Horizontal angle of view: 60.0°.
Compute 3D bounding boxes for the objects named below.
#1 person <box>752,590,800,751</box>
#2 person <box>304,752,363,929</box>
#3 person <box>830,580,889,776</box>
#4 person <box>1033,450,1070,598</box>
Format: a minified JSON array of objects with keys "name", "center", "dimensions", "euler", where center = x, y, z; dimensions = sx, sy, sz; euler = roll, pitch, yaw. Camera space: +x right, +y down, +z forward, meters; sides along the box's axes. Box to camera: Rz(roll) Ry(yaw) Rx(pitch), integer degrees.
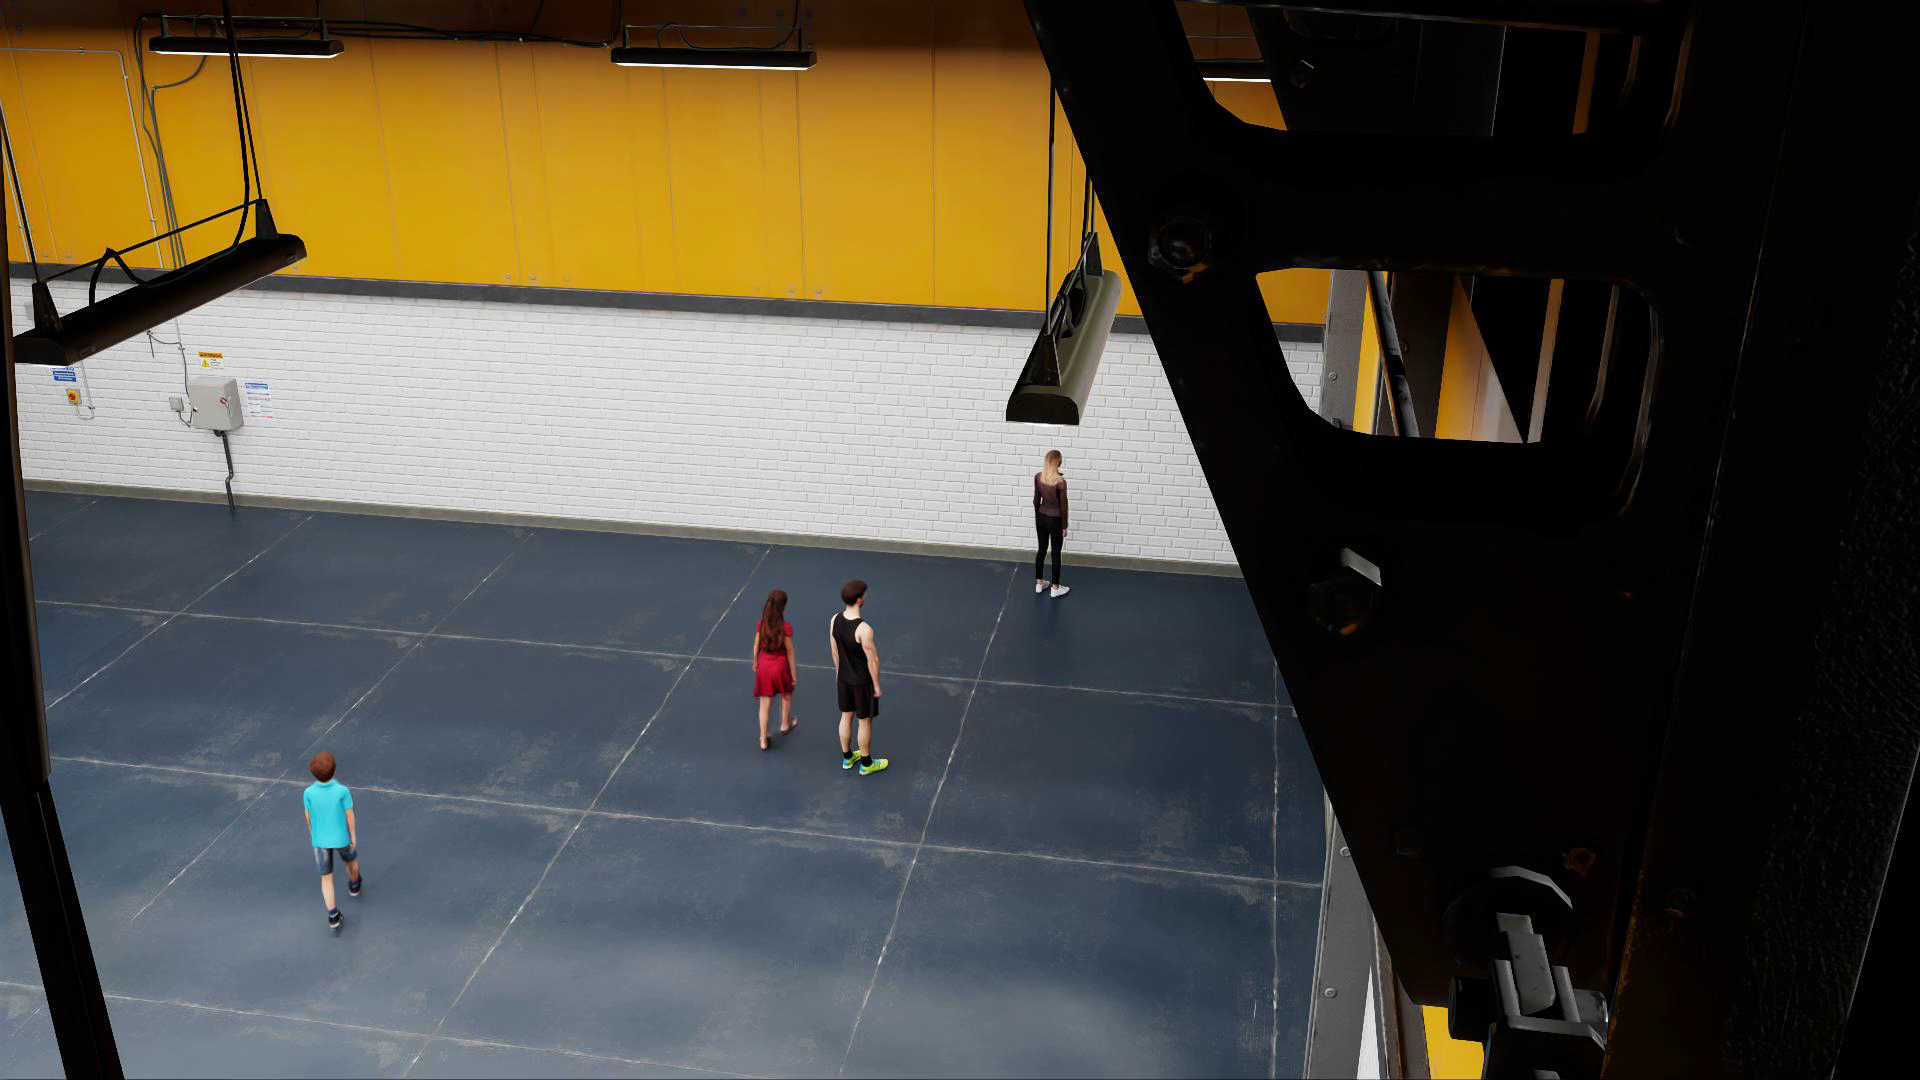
[{"name":"person","center":[-1.742,1.237,15.490],"dimensions":[0.693,1.523,0.856],"euler":[4,24,10]},{"name":"person","center":[-4.945,2.361,13.050],"dimensions":[0.788,1.420,1.018],"euler":[-5,24,-12]},{"name":"person","center":[-0.937,1.239,15.026],"dimensions":[0.763,1.892,0.757],"euler":[17,29,34]},{"name":"person","center":[1.006,-0.198,18.550],"dimensions":[0.673,1.703,0.680],"euler":[20,31,38]}]
